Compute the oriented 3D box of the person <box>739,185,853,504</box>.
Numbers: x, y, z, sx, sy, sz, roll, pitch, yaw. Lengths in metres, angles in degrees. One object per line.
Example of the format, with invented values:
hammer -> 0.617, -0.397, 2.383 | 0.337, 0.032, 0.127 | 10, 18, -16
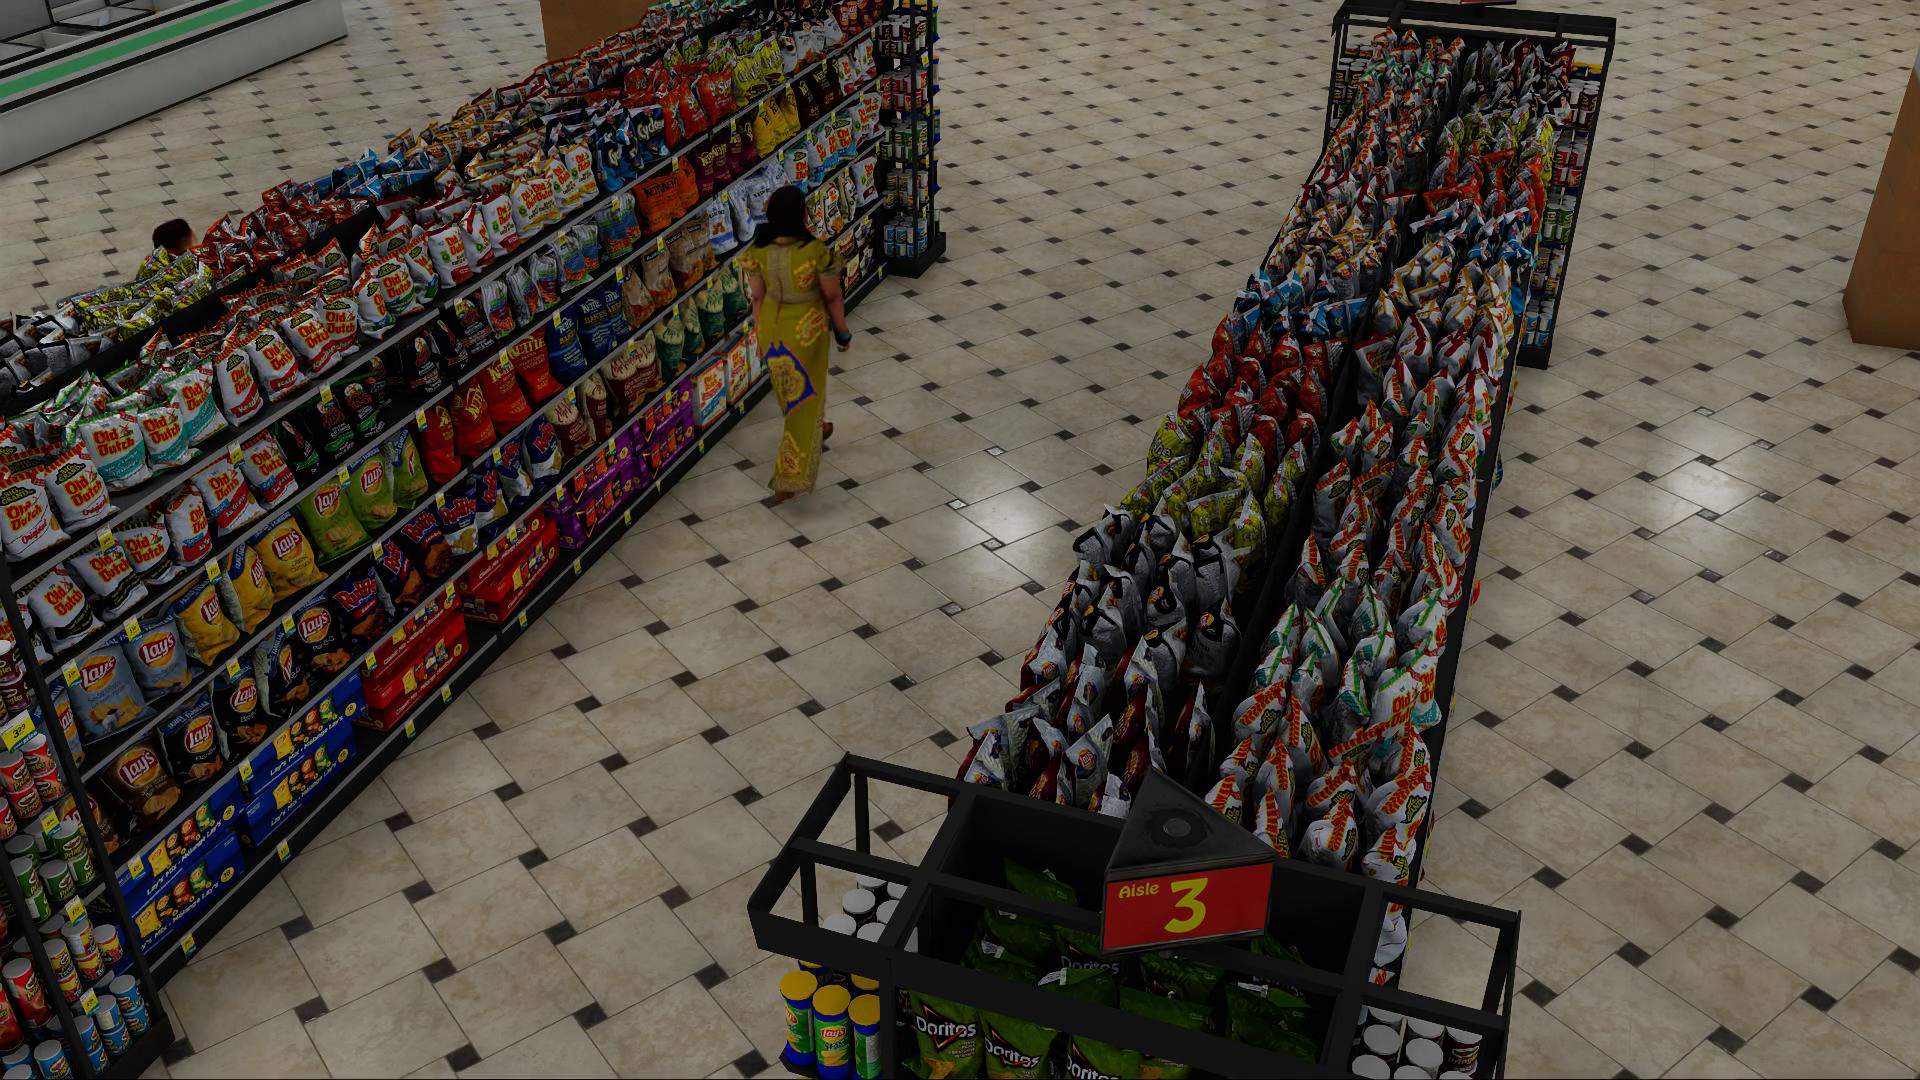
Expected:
person -> -0.862, -0.966, 8.559 | 0.722, 1.609, 1.223 | 9, 33, 15
